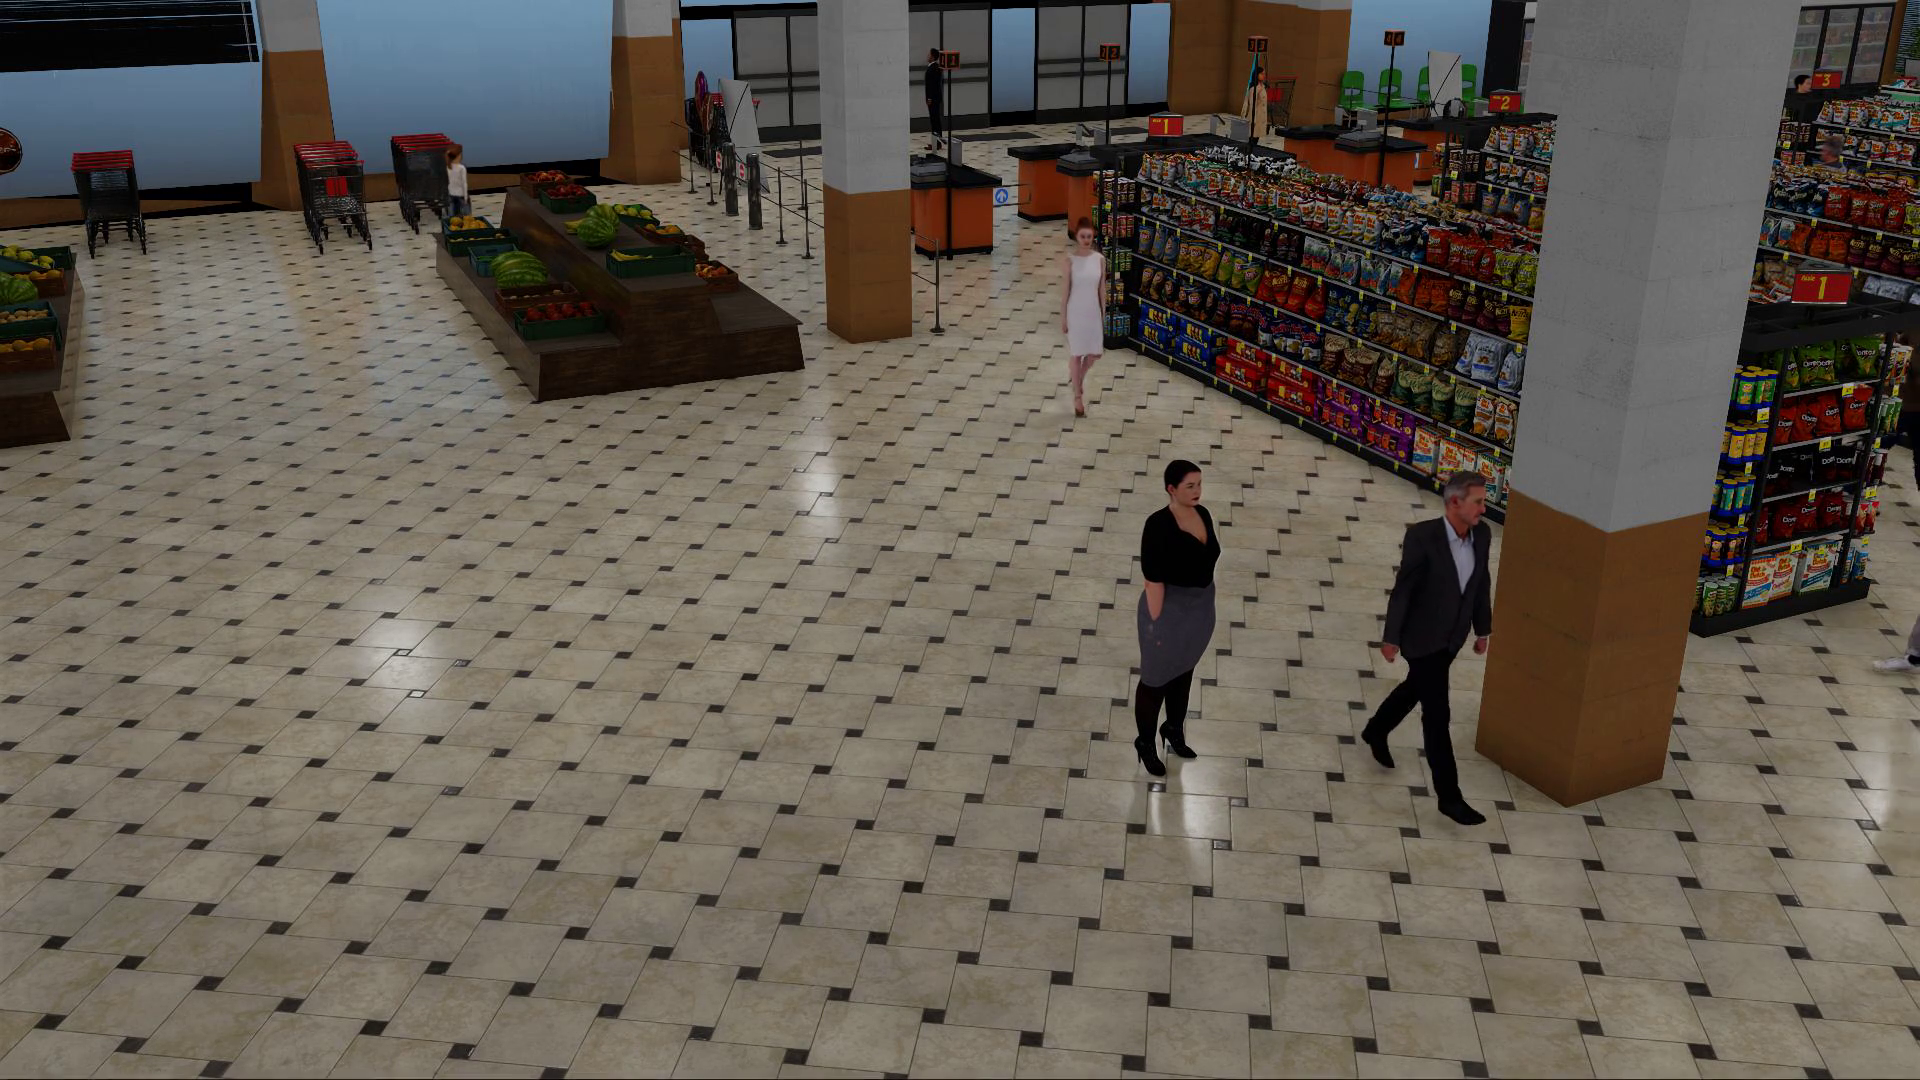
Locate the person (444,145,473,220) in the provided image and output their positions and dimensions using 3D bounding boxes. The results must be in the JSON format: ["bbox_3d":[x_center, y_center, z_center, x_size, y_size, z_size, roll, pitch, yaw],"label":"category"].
[{"bbox_3d":[-6.541,-4.424,21.514,0.853,1.291,0.923,7,23,18],"label":"person"}]

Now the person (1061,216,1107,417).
[{"bbox_3d":[1.072,-1.990,14.799,0.662,1.783,0.765,-5,22,-13],"label":"person"}]

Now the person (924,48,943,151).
[{"bbox_3d":[-0.458,-7.731,29.163,0.761,1.726,0.675,5,23,13],"label":"person"}]

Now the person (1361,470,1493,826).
[{"bbox_3d":[2.414,0.480,8.653,0.796,1.780,1.241,-11,24,-25],"label":"person"}]

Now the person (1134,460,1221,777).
[{"bbox_3d":[1.138,0.400,8.881,0.741,1.760,0.751,20,29,40],"label":"person"}]

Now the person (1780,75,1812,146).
[{"bbox_3d":[12.125,-5.824,24.229,0.770,1.866,0.712,-19,29,-40],"label":"person"}]

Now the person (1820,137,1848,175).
[{"bbox_3d":[9.728,-3.619,18.794,0.732,1.827,0.641,-16,27,-34],"label":"person"}]

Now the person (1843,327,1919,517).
[{"bbox_3d":[6.928,-1.035,12.334,0.900,1.849,1.148,-20,29,-40],"label":"person"}]

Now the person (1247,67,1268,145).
[{"bbox_3d":[4.760,-6.761,26.808,0.737,1.682,0.714,11,24,26],"label":"person"}]
